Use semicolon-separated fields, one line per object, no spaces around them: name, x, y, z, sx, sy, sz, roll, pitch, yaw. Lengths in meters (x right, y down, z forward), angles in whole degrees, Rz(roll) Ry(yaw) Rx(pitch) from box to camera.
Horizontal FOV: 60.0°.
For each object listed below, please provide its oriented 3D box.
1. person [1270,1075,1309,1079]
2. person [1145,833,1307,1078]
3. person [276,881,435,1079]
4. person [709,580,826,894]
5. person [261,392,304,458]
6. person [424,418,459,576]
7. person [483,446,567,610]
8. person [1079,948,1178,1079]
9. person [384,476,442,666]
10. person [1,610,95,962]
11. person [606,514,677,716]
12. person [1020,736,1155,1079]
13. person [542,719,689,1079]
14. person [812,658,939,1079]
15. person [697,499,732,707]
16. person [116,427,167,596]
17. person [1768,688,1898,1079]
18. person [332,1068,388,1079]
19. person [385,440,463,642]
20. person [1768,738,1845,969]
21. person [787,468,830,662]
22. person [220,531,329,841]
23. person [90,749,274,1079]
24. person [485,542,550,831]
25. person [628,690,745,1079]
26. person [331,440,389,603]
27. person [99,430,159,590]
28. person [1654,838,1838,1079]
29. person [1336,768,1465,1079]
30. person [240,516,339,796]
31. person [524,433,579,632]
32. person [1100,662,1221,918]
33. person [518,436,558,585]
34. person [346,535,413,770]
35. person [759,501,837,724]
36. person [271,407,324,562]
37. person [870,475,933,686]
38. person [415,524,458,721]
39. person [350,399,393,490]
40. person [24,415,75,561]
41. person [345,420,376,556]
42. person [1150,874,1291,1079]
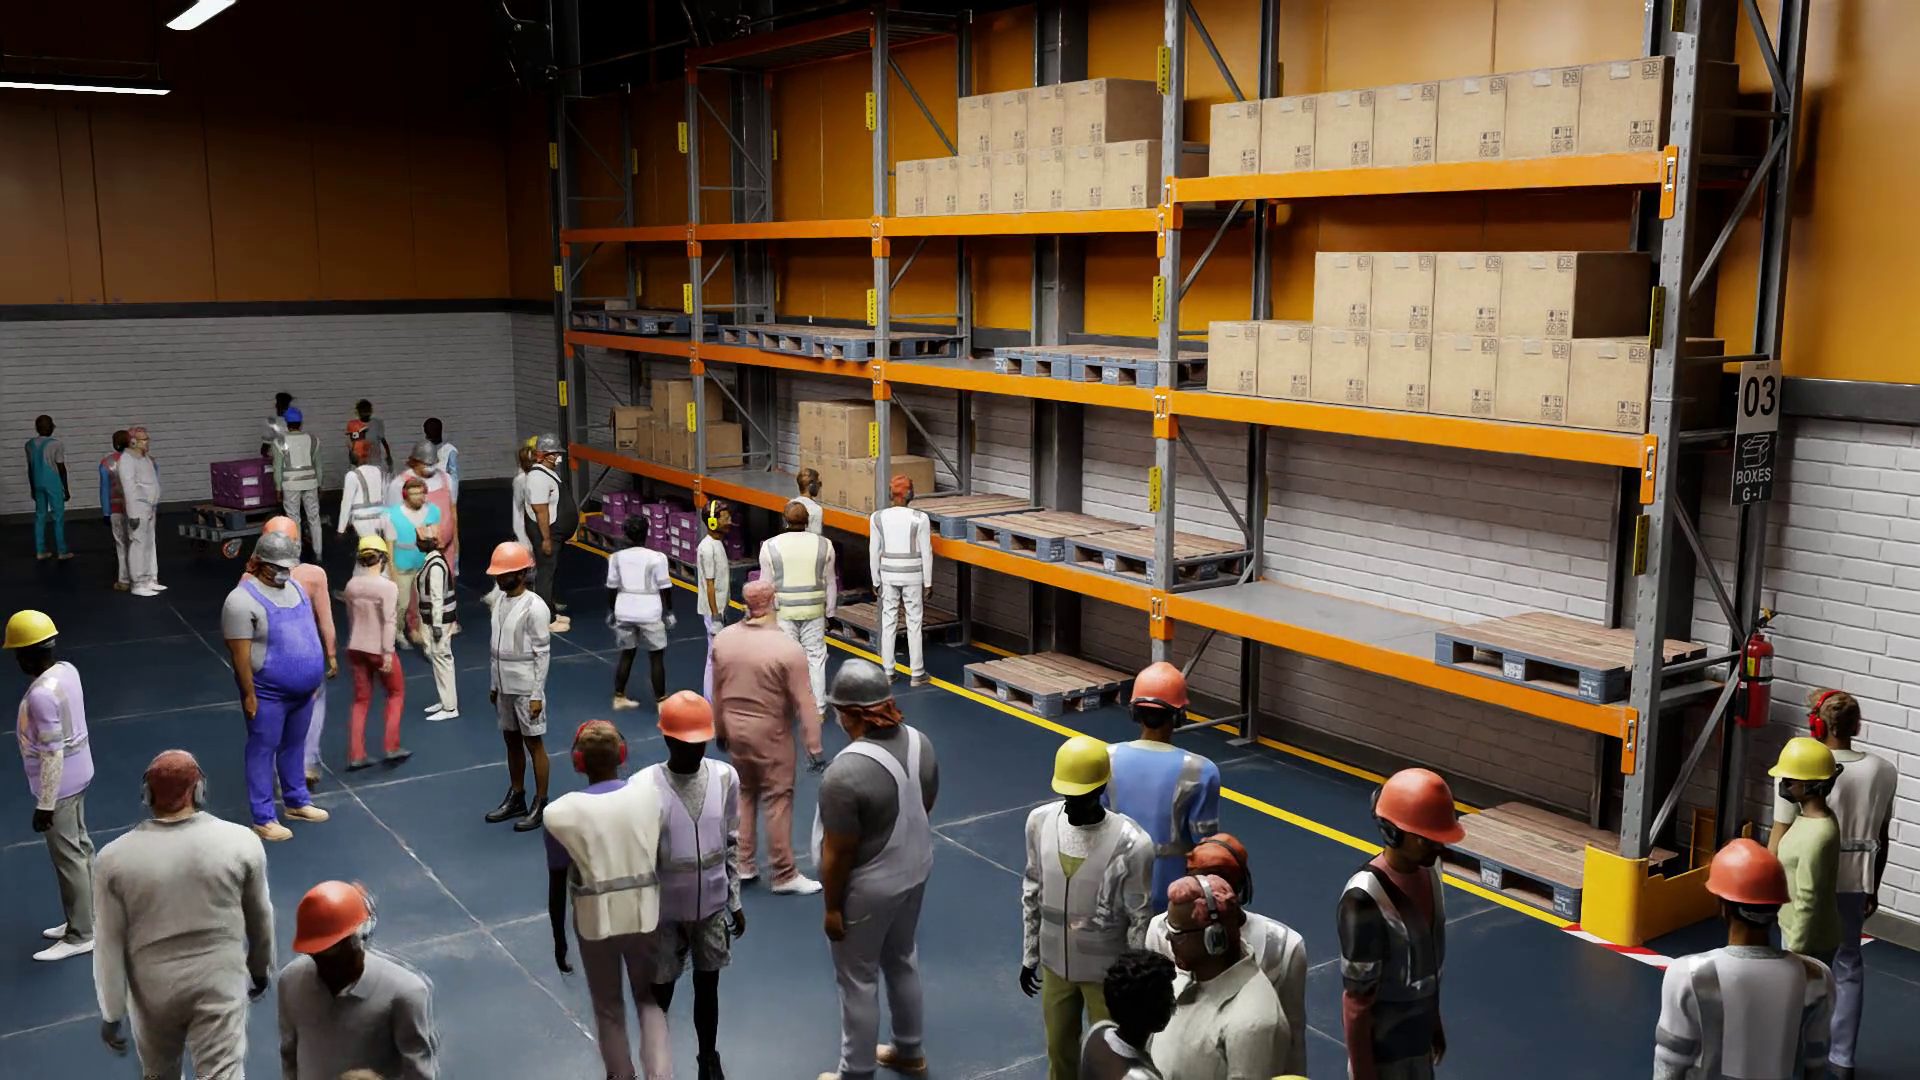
person;0.820;2.211;4.336;0.320;1.737;0.485;2;10;11
person;0.890;1.908;5.709;0.586;1.879;0.374;5;11;26
person;-2.059;1.982;5.654;0.599;1.734;0.388;1;10;8
person;-1.145;1.182;9.940;0.786;1.891;0.392;6;11;30
person;-9.409;-1.104;23.231;0.686;1.931;0.621;7;12;36
person;-6.172;-0.499;19.751;0.588;1.904;0.392;6;12;33
person;-4.647;-0.092;17.634;0.827;1.820;0.500;-3;10;-20
person;0.503;2.089;5.196;0.334;1.686;0.535;-3;10;-16
person;-5.198;0.248;15.749;0.564;1.785;0.952;-8;12;-38
person;-4.921;1.320;9.025;0.382;1.920;0.585;-3;10;-17
person;-2.650;0.623;13.810;0.571;1.684;0.347;3;10;16
person;0.498;1.712;6.735;0.585;1.918;0.394;7;12;34
person;-1.486;1.678;7.200;0.602;1.817;0.440;-4;11;-24
person;-0.420;1.516;7.521;0.538;2.000;0.686;7;12;36
person;-1.944;0.601;13.392;0.328;1.872;0.513;-1;10;-6
person;-9.209;-0.327;18.740;0.403;1.904;0.651;-2;10;-9
person;3.981;1.598;7.637;0.563;1.838;0.388;-1;10;-5
person;-1.415;2.153;4.190;0.678;1.897;0.594;7;12;35
person;-5.298;-0.015;16.506;0.722;2.000;0.537;-9;13;-44
person;3.623;1.713;7.190;0.340;1.760;0.525;5;11;26
person;-1.442;0.241;15.621;0.352;1.837;0.502;-9;13;-43
person;-4.454;0.930;10.962;0.536;2.000;0.676;3;10;16
person;-3.117;1.749;6.718;0.659;1.844;1.001;-5;11;-26
person;-2.951;0.964;11.064;0.544;1.938;0.356;8;12;38
person;-1.194;1.602;7.319;0.542;1.938;0.358;-6;11;-32
person;-6.477;-0.151;17.871;0.944;1.838;0.578;2;10;14
person;-9.520;-0.345;19.072;0.431;1.835;0.624;9;13;42
person;2.529;1.924;5.457;0.544;1.930;0.388;0;10;3
person;1.583;1.786;5.975;0.409;2.029;0.618;8;13;40
person;-4.775;0.816;11.874;0.665;1.952;0.592;-2;10;-9
person;-4.158;-0.091;16.954;0.535;2.000;0.681;-2;10;-10
person;0.862;1.545;7.383;0.610;2.035;0.408;4;11;24
person;-4.882;-0.329;19.218;0.433;1.753;0.531;6;12;33
person;-4.392;0.839;12.398;0.540;1.725;0.590;4;10;22
person;-1.316;0.599;13.490;0.637;1.840;0.429;-2;10;-13
person;-8.193;-0.665;20.594;0.605;1.948;0.405;-8;13;-39
person;-0.511;0.361;14.754;0.572;1.887;0.356;3;10;14
person;-4.302;0.672;13.688;0.314;1.632;0.522;-3;10;-18
person;-8.231;-1.064;23.253;0.577;1.839;0.529;-7;12;-34
person;-11.431;-0.651;20.856;0.503;1.838;0.338;1;10;6
person;-7.639;-0.666;21.220;0.355;1.737;0.575;0;10;2
person;0.779;1.974;5.275;0.401;1.894;0.653;-2;10;-13
